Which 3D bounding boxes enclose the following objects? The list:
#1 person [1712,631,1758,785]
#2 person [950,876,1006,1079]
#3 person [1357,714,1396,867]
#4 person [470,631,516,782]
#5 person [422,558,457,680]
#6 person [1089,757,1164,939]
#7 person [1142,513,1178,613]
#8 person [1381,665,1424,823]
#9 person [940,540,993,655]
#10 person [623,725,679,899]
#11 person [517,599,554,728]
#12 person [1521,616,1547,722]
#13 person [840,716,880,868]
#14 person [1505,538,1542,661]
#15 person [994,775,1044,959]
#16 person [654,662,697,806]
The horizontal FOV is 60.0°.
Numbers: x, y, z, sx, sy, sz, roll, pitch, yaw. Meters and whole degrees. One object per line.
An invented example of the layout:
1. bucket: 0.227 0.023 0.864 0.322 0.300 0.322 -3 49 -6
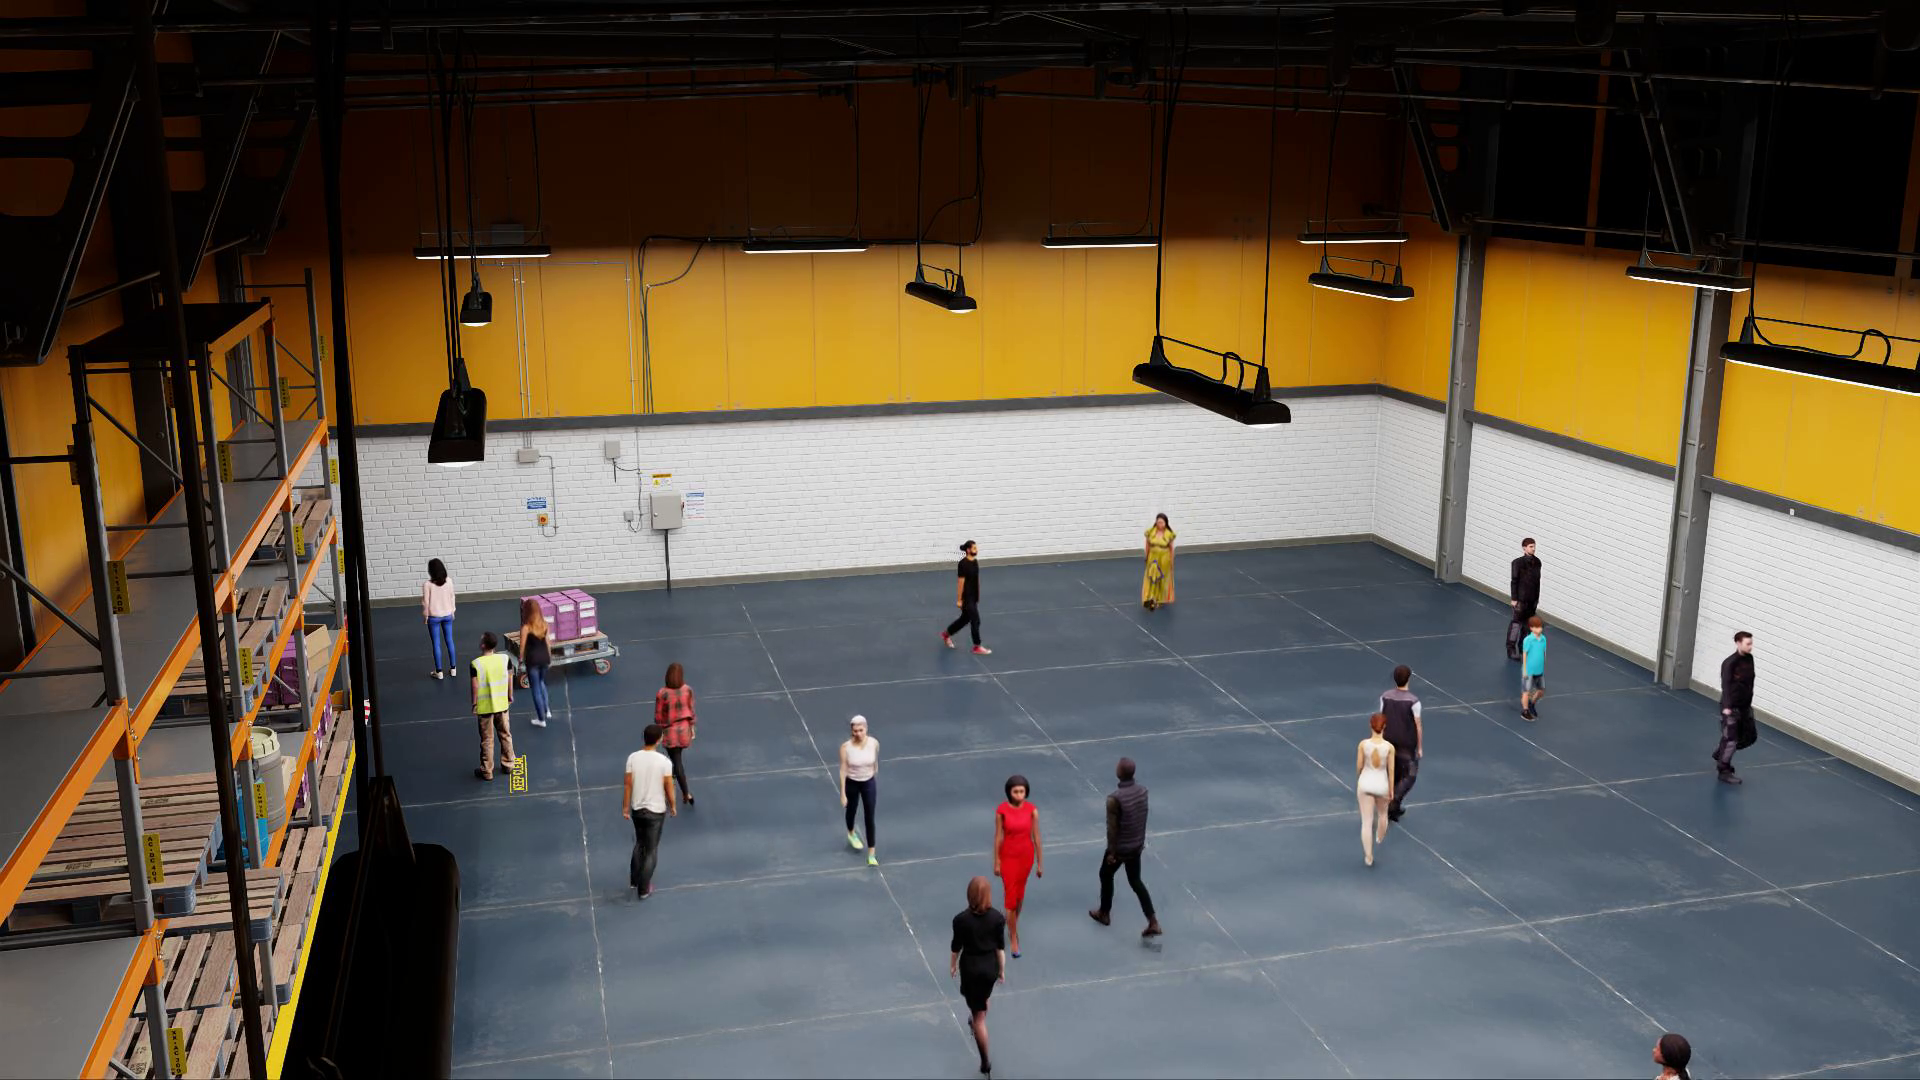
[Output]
1. person: 9.292 1.988 20.045 0.795 1.896 0.845 -8 16 -30
2. person: 0.179 3.634 13.730 0.611 1.668 1.031 -3 14 -13
3. person: 4.414 2.693 17.737 0.835 1.611 1.054 3 14 13
4. person: -5.677 1.987 20.153 0.825 1.846 0.859 -11 18 -39
5. person: -7.478 1.115 23.917 0.713 1.770 0.681 -10 17 -36
6. person: 1.655 3.003 16.059 1.027 1.799 1.291 -10 17 -37
7. person: 3.291 0.356 27.394 1.076 1.608 1.421 2 14 9
8. person: 4.930 2.331 18.751 0.931 1.837 0.954 13 18 42
9. person: 0.050 0.861 25.041 1.126 1.734 1.132 5 15 21
10. person: -3.236 2.791 16.994 0.798 1.770 0.844 1 14 3
11. person: -5.520 1.635 21.902 0.757 1.707 0.703 9 16 32
12. person: 7.616 1.696 22.219 0.518 1.439 0.543 -4 14 -15
13. person: -1.089 2.644 17.876 0.614 1.640 1.206 -5 14 -19
14. person: 8.421 0.861 24.819 0.760 1.839 0.650 -7 15 -26
15. person: 0.525 3.061 15.985 0.627 1.721 0.913 -3 14 -11
16. person: -3.270 2.293 19.297 0.823 1.654 1.207 -8 16 -29
